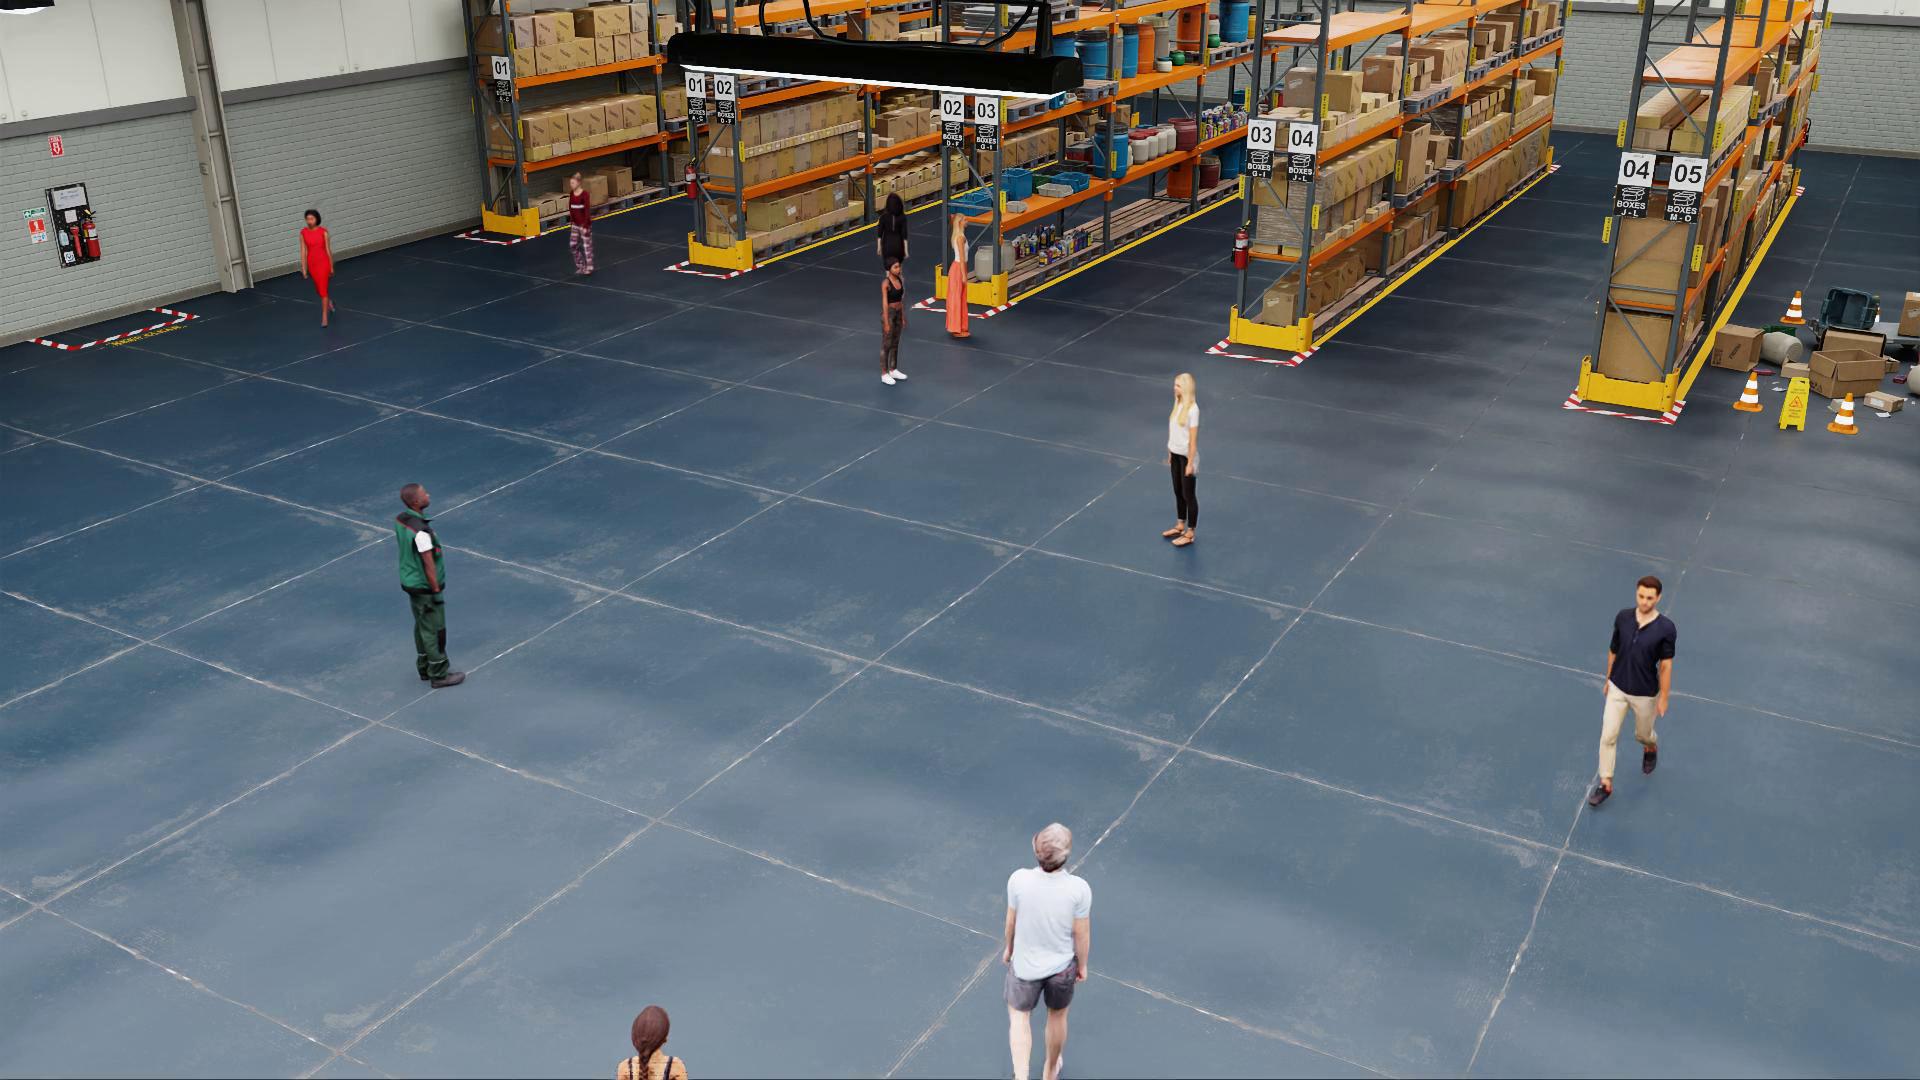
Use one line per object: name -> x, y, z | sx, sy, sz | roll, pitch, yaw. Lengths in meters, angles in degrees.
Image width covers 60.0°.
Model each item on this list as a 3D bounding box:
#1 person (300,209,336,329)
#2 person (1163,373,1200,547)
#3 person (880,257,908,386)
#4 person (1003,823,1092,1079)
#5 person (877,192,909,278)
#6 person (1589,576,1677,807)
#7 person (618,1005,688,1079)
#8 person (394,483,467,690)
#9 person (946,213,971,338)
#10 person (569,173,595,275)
person -> -9.582, -4.082, 24.913 | 1.010, 1.706, 1.159 | -2, 23, -6
person -> 2.328, -0.842, 17.141 | 0.697, 1.825, 0.667 | -10, 25, -23
person -> -0.907, -2.964, 22.292 | 0.649, 1.699, 0.491 | 16, 28, 32
person -> 0.455, 2.453, 9.406 | 0.888, 1.814, 1.082 | 3, 23, 8
person -> -1.030, -4.374, 25.538 | 1.031, 1.754, 1.177 | -3, 23, -6
person -> 5.135, 1.099, 12.569 | 0.790, 1.830, 1.156 | 18, 29, 37
person -> -1.529, 3.072, 8.322 | 0.895, 1.523, 1.015 | -4, 23, -8
person -> -4.593, 0.380, 14.249 | 0.735, 1.839, 0.765 | -18, 29, -36
person -> -0.018, -3.883, 24.322 | 0.790, 1.802, 0.698 | -1, 23, -3
person -> -6.259, -5.272, 27.730 | 0.657, 1.691, 0.675 | 9, 25, 21
